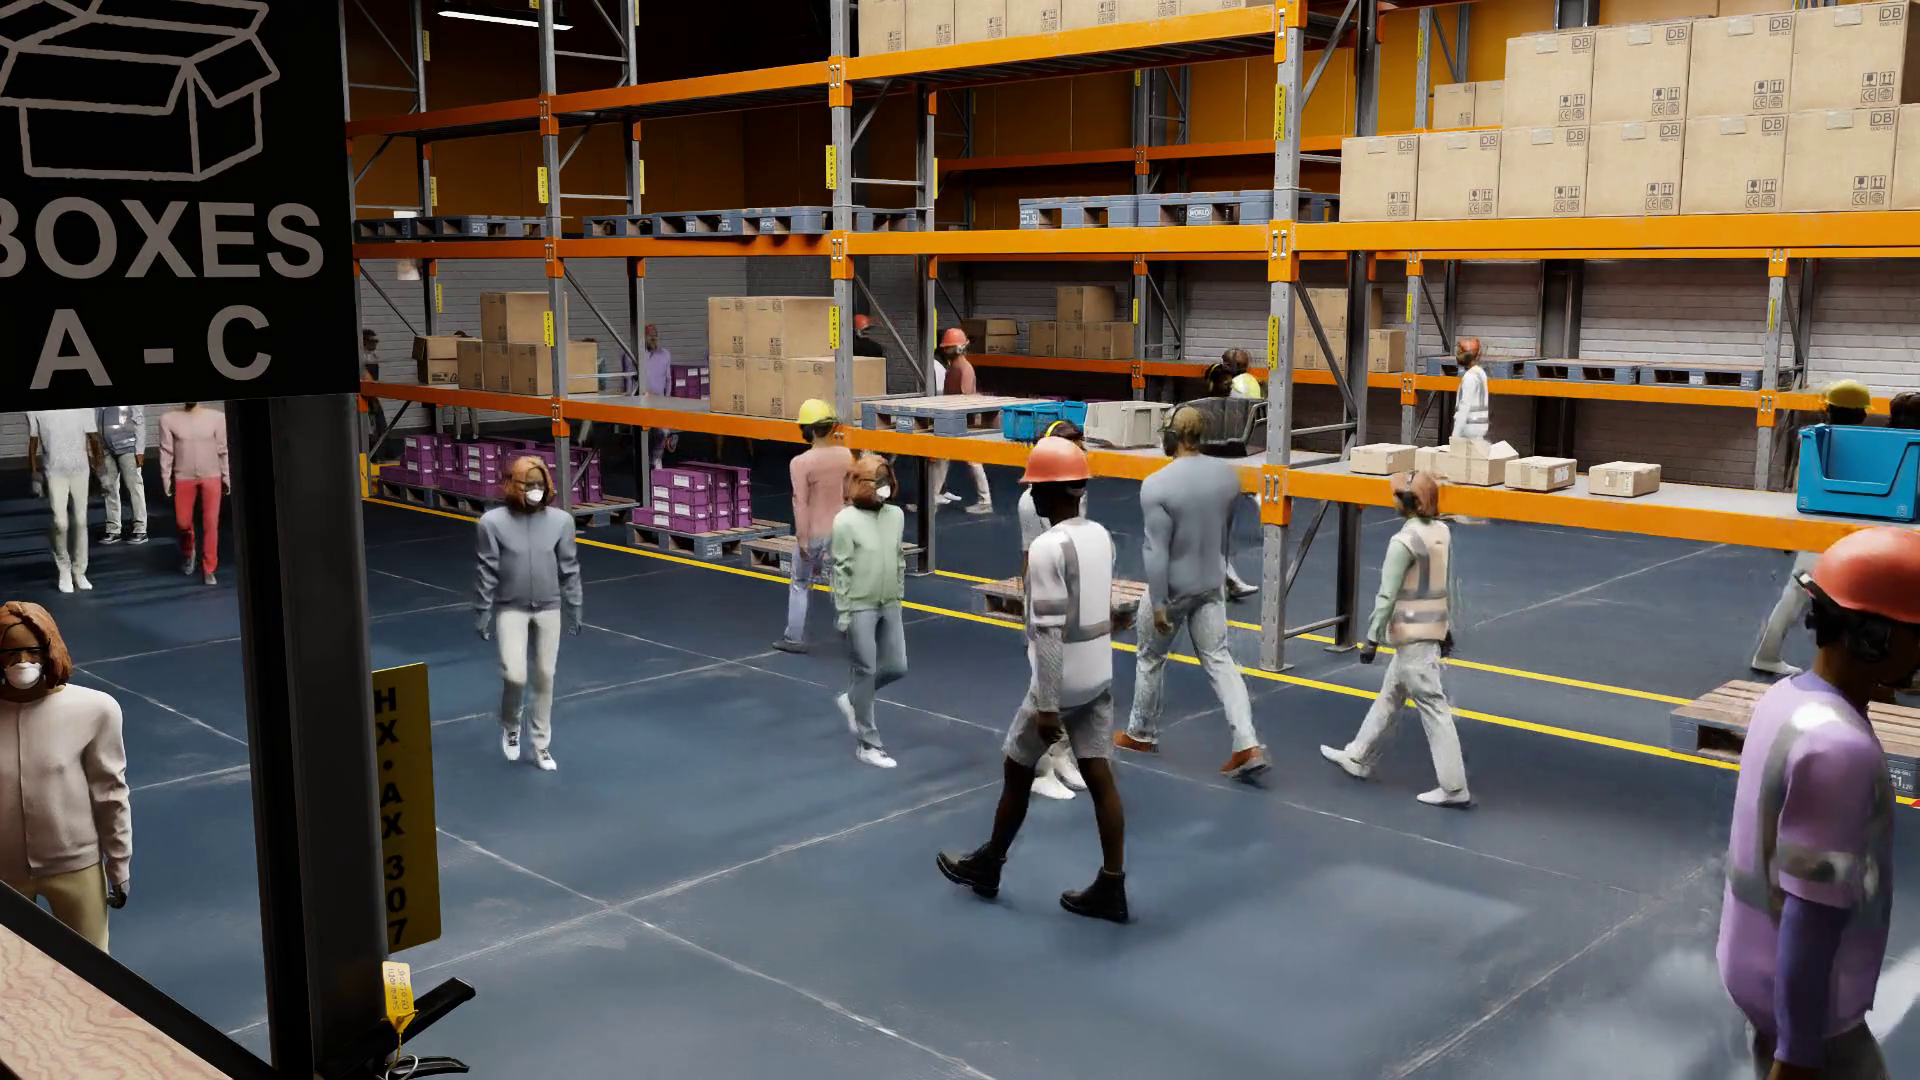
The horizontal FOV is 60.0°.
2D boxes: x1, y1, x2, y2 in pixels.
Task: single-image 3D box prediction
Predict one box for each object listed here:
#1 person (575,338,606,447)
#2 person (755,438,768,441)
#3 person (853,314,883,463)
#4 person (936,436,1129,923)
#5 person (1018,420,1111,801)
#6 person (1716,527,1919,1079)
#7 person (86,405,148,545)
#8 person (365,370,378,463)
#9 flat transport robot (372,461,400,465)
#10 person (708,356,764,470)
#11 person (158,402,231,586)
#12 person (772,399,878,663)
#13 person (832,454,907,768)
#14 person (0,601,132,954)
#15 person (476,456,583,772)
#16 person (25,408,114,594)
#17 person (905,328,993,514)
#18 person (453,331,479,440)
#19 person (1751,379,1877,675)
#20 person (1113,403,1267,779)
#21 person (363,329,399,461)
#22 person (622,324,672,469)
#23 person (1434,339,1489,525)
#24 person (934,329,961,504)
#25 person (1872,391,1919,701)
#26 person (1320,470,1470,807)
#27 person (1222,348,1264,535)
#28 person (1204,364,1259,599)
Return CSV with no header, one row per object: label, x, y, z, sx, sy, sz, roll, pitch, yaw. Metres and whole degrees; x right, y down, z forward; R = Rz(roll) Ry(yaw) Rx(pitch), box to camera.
person,-5.308,-2.066,23.561,0.528,1.591,0.821,3,10,17
person,-3.181,-2.440,25.013,0.854,1.877,0.601,7,11,35
person,-1.301,-1.920,21.489,0.488,1.980,0.618,7,12,38
person,0.322,0.537,6.638,0.922,1.896,0.575,7,11,36
person,0.490,0.343,7.983,0.427,1.849,0.547,8,12,41
person,1.877,0.970,3.611,0.439,2.017,0.629,3,10,18
person,-7.838,-0.853,15.429,0.586,1.824,0.405,0,9,2
person,-7.284,-1.509,19.898,0.552,1.665,0.441,4,10,21
flat transport robot,-6.809,-0.824,19.978,1.431,0.197,0.652,-1,9,-7
person,-2.869,-1.798,20.984,0.544,1.891,0.890,5,10,27
person,-6.197,-0.510,13.512,0.536,1.753,0.445,-4,10,-23
person,-0.870,-0.059,10.848,0.525,1.722,0.904,-7,12,-39
person,-0.496,0.354,8.629,0.499,1.623,0.475,-9,13,-44
person,-2.667,0.973,4.822,0.497,1.629,0.276,-4,10,-23
person,-2.174,0.379,8.446,0.533,1.618,0.345,-5,11,-30
person,-7.032,-0.493,13.167,0.544,1.844,0.560,-7,12,-37
person,-0.070,-1.218,17.282,0.924,1.944,0.626,-3,10,-20
person,-7.419,-2.301,24.846,0.514,1.642,0.307,-3,10,-16
person,5.503,-0.064,10.420,1.008,1.867,0.599,1,9,7
person,1.184,0.251,8.447,0.633,1.899,1.007,-5,11,-29
person,-7.553,-1.796,21.292,0.941,1.793,0.498,3,10,18
person,-3.844,-1.714,20.503,0.638,1.893,0.469,-5,10,-26
person,5.000,-1.083,16.680,0.676,1.862,0.614,4,10,22
person,-0.239,-1.347,18.195,0.415,1.904,0.612,3,10,18
person,5.597,0.036,9.903,0.633,1.841,0.429,-5,11,-28
person,2.117,0.459,8.008,0.848,1.593,0.527,7,12,38
person,2.631,-0.891,15.628,0.624,1.826,0.643,5,11,29
person,2.061,-0.456,12.986,0.940,1.827,0.541,9,13,43
